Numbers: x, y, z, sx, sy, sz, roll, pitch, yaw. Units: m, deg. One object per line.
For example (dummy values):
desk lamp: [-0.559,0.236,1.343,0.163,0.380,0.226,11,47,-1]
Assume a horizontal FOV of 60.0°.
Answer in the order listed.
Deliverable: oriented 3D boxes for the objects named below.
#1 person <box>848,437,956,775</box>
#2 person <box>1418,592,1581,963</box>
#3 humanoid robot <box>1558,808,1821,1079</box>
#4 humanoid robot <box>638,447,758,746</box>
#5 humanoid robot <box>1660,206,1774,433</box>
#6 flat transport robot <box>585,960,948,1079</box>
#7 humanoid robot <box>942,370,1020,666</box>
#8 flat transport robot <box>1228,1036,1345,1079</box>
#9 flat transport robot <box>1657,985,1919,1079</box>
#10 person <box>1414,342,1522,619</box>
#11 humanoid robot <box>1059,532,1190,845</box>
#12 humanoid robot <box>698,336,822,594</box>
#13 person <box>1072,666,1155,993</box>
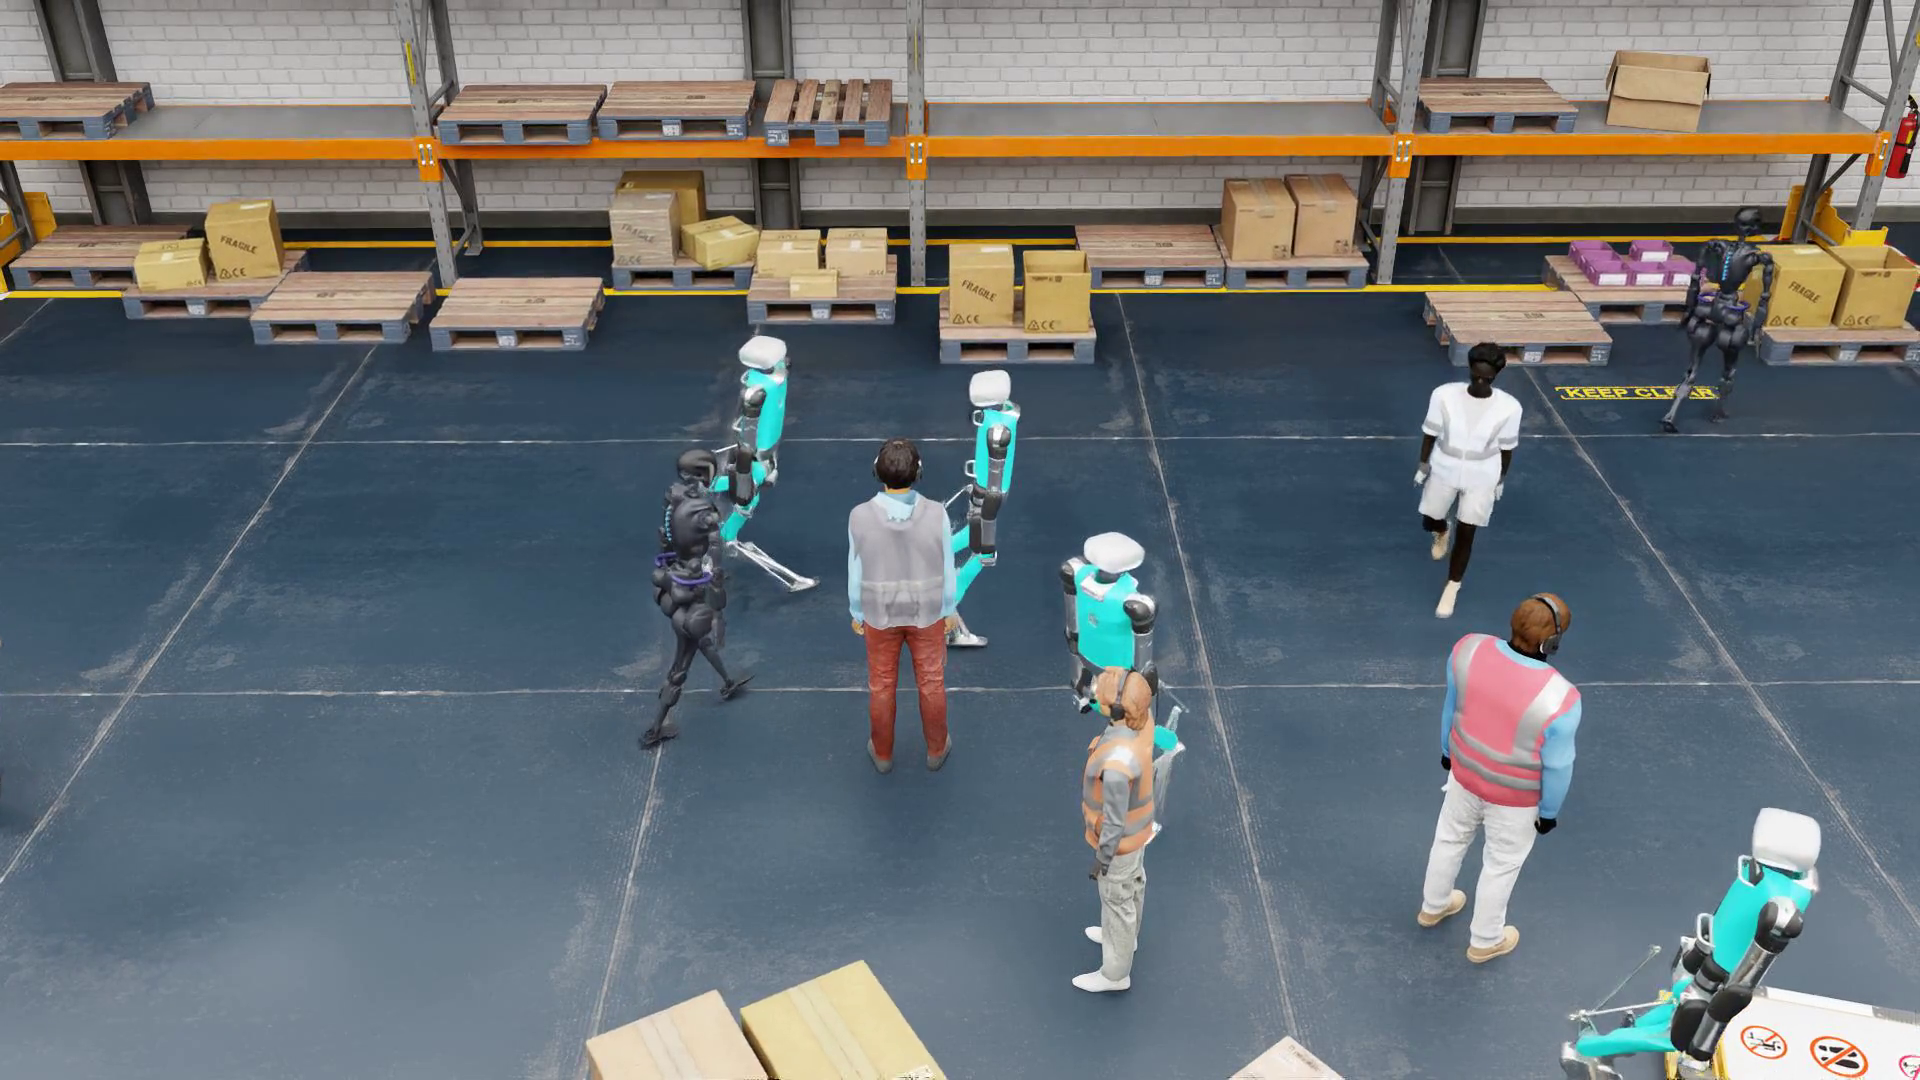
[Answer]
person: [-0.283,0.363,8.242,0.533,1.881,0.413,-2,31,-3]
person: [2.342,1.020,7.202,0.431,1.836,0.629,-22,38,-32]
humanoid robot: [2.584,1.720,6.204,0.798,1.857,0.531,11,33,18]
humanoid robot: [-1.409,0.267,8.637,0.790,1.625,0.596,-22,37,-32]
humanoid robot: [5.309,-1.523,11.636,0.756,1.654,0.611,-25,39,-35]
flat transport robot: [-0.648,2.570,6.132,0.659,0.231,1.431,-16,35,-25]
humanoid robot: [-0.032,-0.041,9.156,0.707,1.904,0.538,0,31,1]
flat transport robot: [1.234,2.735,5.858,1.431,0.231,0.659,-23,38,-33]
flat transport robot: [3.636,2.188,6.768,1.431,0.231,0.659,8,32,13]
person: [2.945,-0.406,9.706,0.541,1.680,0.618,13,33,21]
humanoid robot: [0.833,0.685,7.828,0.710,1.772,0.530,-25,39,-35]
humanoid robot: [-1.338,-0.395,9.652,1.071,1.709,0.539,8,32,13]
person: [0.666,1.225,7.037,0.310,1.641,0.513,9,32,14]
